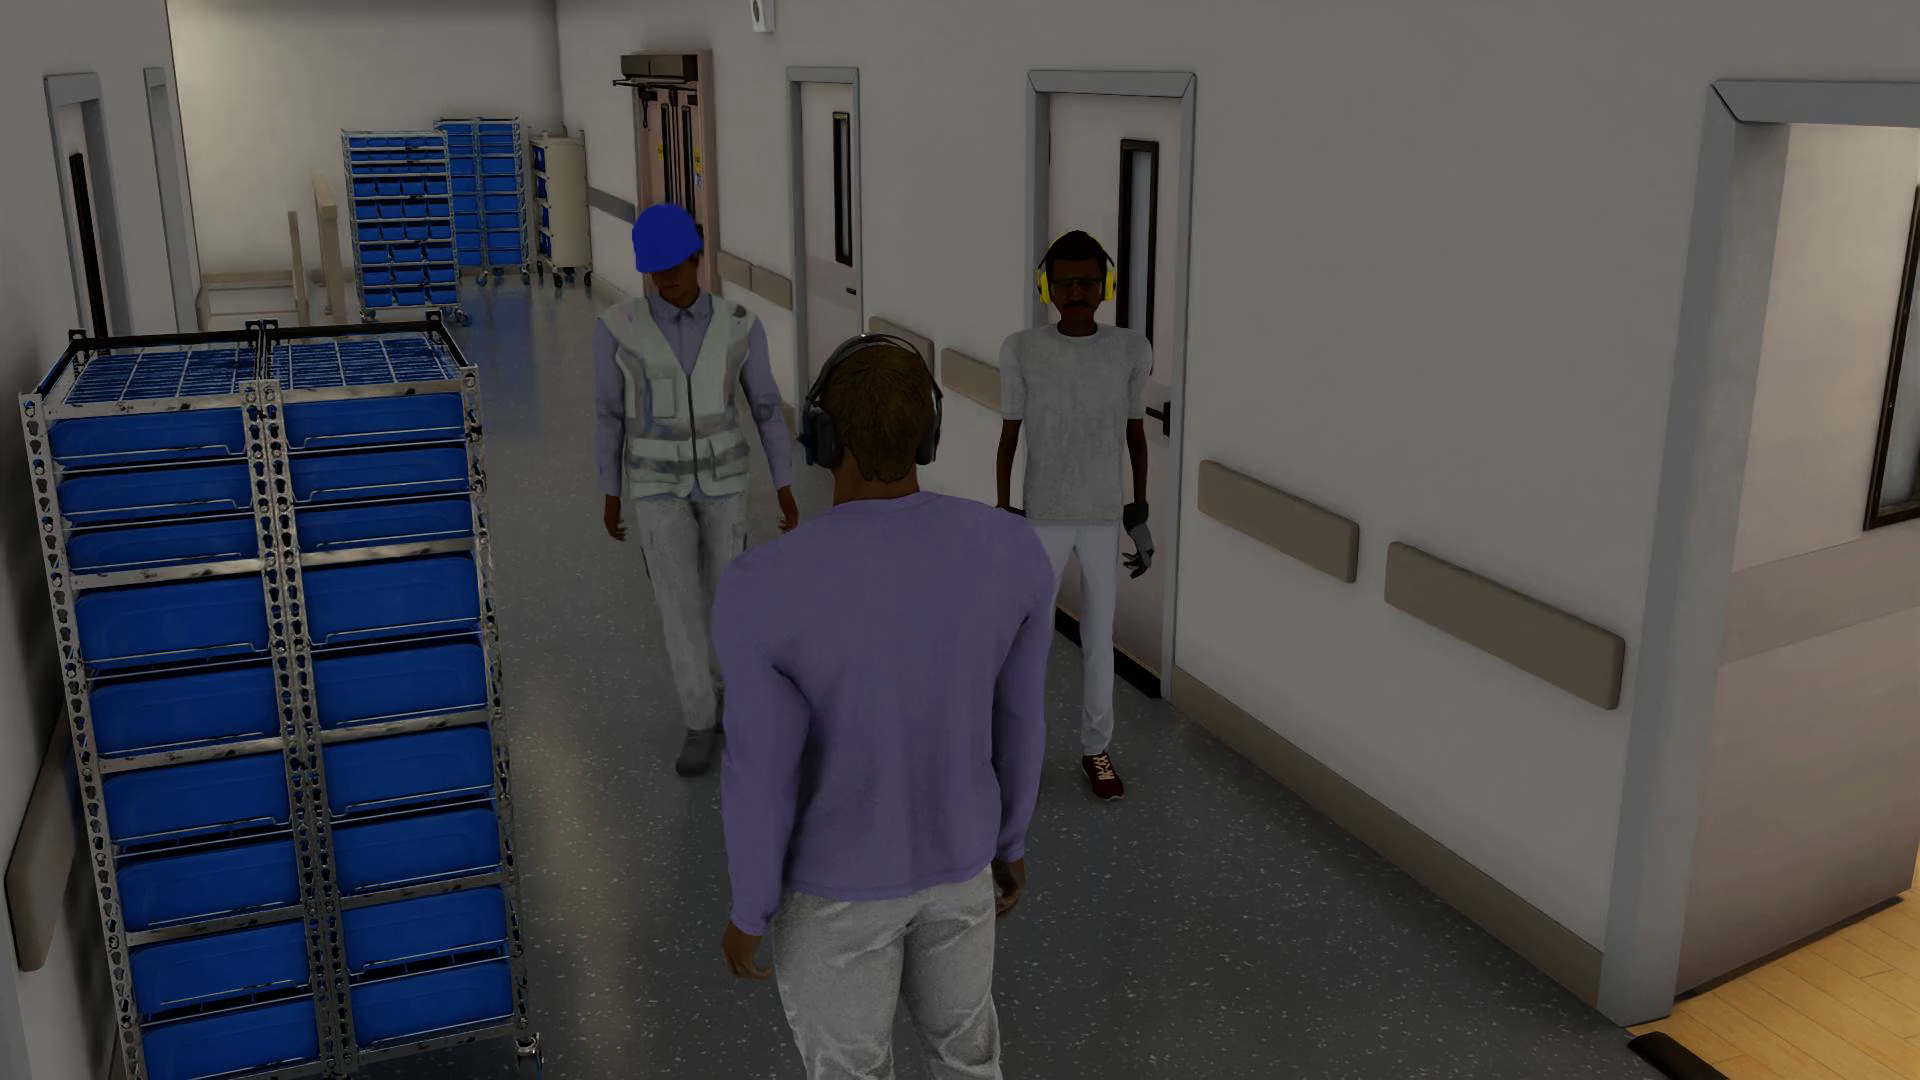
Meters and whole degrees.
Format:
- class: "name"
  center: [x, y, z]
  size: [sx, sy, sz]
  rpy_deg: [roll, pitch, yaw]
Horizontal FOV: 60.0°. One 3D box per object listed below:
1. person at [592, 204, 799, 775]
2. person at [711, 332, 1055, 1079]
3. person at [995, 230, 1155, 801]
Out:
- class: "person"
  center: [-0.909, -0.190, 5.752]
  size: [0.657, 1.913, 0.641]
  rpy_deg: [-6, 17, -20]
- class: "person"
  center: [-0.137, 0.593, 2.987]
  size: [0.627, 1.941, 0.371]
  rpy_deg: [-9, 18, -27]
- class: "person"
  center: [0.367, -0.056, 5.355]
  size: [0.535, 1.869, 0.314]
  rpy_deg: [-1, 16, -4]
